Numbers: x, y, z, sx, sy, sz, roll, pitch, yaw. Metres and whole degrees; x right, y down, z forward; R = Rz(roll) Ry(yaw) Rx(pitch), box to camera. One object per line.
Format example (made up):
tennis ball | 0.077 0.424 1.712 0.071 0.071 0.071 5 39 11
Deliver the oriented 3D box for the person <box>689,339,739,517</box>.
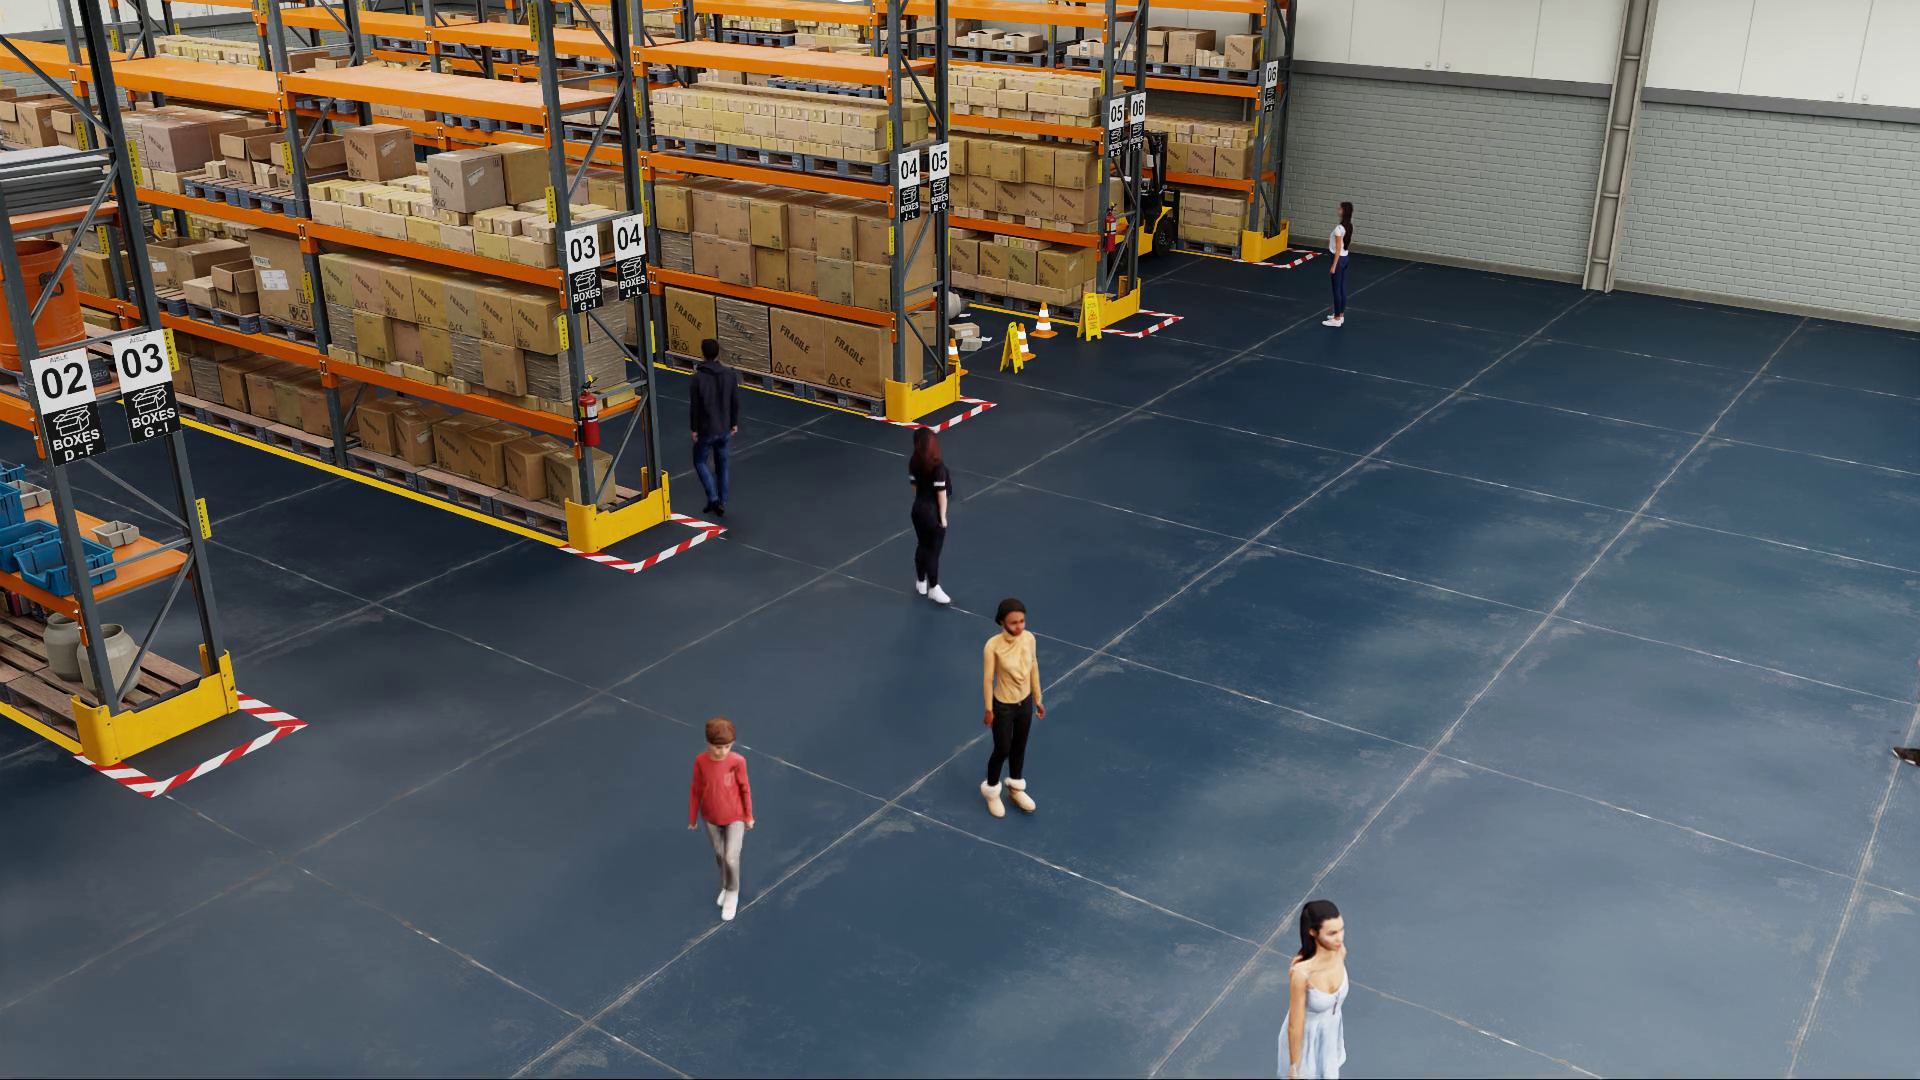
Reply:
person | -2.488 -1.105 16.975 0.817 1.878 0.822 -13 26 -28

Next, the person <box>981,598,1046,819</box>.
person | 0.347 1.160 11.930 0.685 1.658 0.694 -14 27 -30

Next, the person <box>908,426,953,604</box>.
person | -0.267 -0.222 15.242 0.851 1.609 0.622 -12 26 -26

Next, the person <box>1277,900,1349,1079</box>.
person | 1.785 2.578 8.504 0.623 1.729 0.579 -21 31 -40

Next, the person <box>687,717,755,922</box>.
person | -1.514 1.749 10.869 0.665 1.405 0.728 6 24 13

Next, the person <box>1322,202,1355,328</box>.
person | 5.445 -3.954 23.807 0.519 1.774 0.599 13 26 28
